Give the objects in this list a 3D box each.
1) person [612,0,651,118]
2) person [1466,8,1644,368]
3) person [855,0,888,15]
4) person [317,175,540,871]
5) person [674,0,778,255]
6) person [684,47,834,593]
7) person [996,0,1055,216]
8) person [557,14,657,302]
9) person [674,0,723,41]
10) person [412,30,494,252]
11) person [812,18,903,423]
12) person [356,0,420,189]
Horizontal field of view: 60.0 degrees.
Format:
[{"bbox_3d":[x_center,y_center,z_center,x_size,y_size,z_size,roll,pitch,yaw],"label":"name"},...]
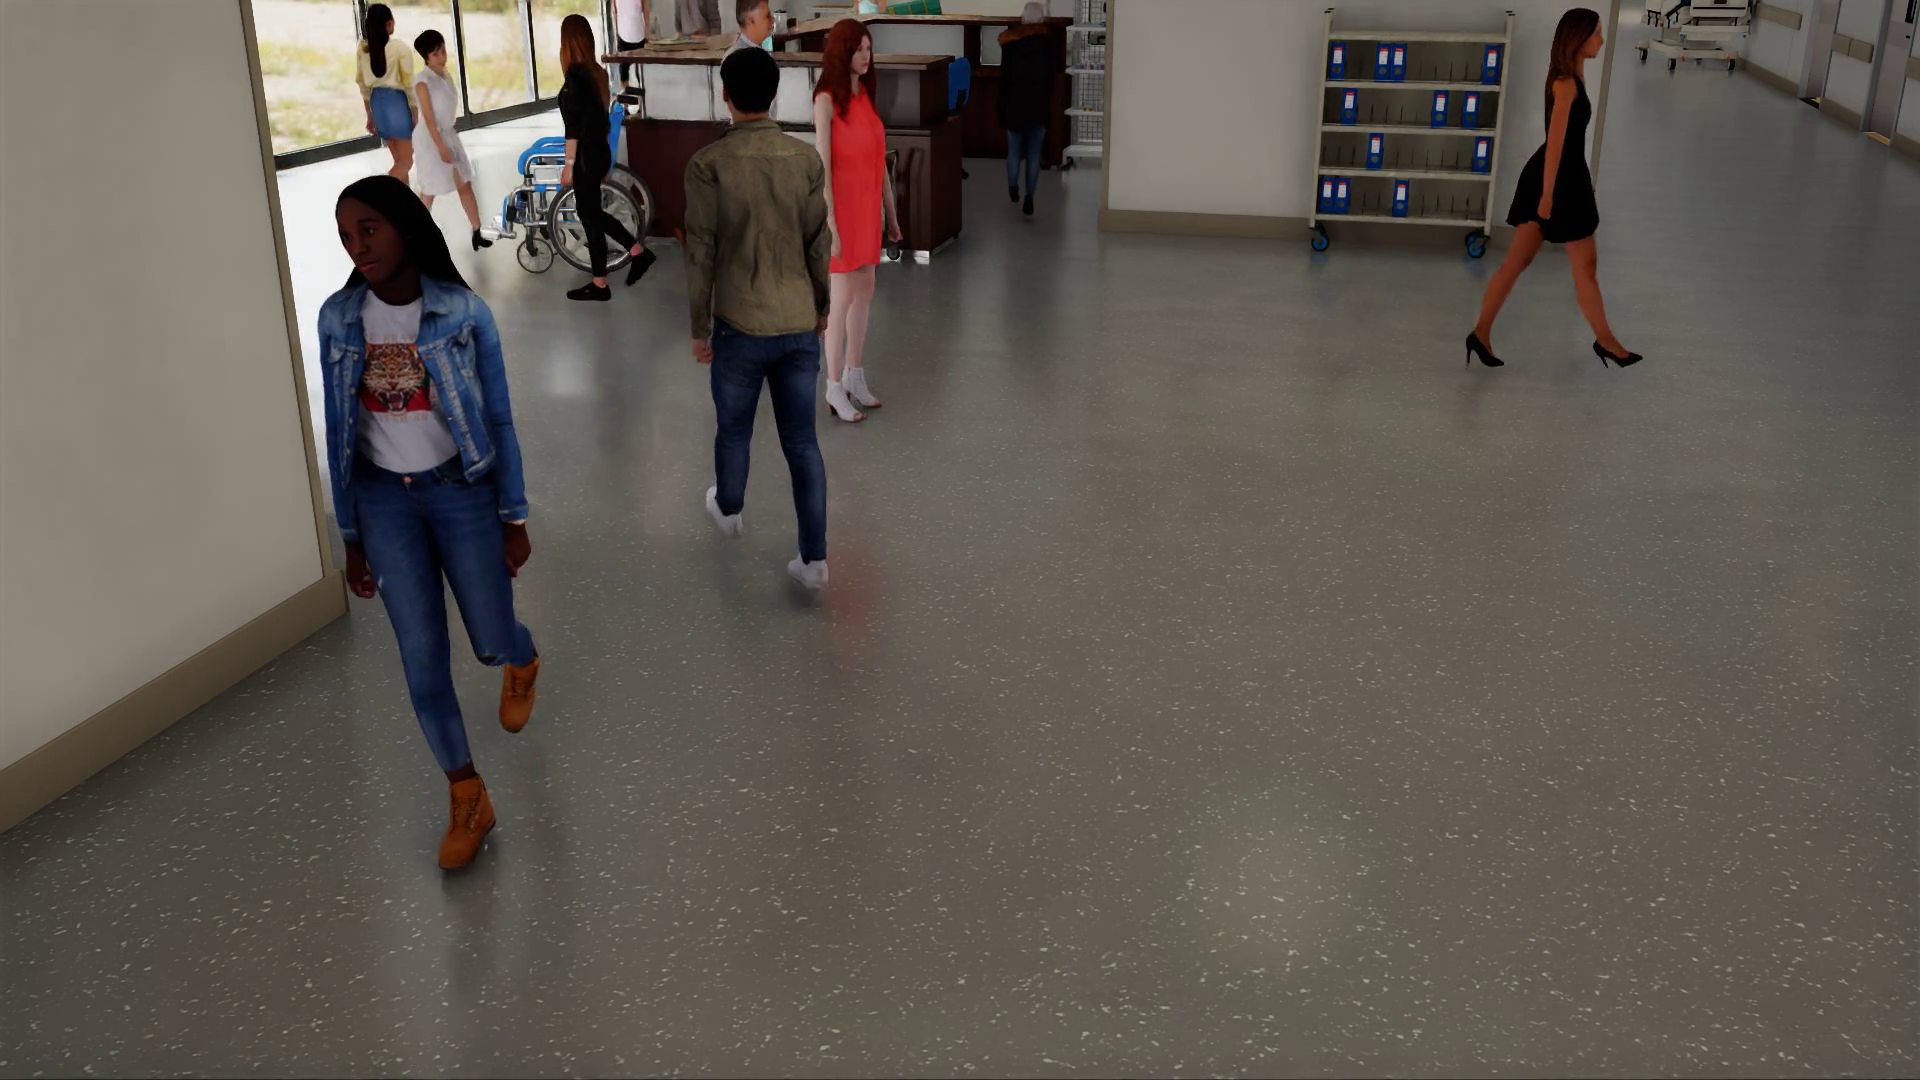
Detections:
[{"bbox_3d":[-3.674,-5.647,18.845,0.842,1.767,0.781,1,21,1],"label":"person"},{"bbox_3d":[2.892,-1.710,8.412,1.082,1.794,0.596,6,21,15],"label":"person"},{"bbox_3d":[-1.058,-5.696,18.995,0.718,1.753,0.753,12,24,28],"label":"person"},{"bbox_3d":[-1.307,-0.058,4.201,0.960,1.687,0.856,-1,21,-3],"label":"person"},{"bbox_3d":[-1.414,-2.518,10.542,1.148,1.796,0.789,2,21,4],"label":"person"},{"bbox_3d":[-0.633,-0.692,5.693,1.223,1.816,1.248,-10,23,-24],"label":"person"},{"bbox_3d":[0.538,-3.306,12.921,1.067,1.585,0.901,-1,21,-4],"label":"person"},{"bbox_3d":[-2.150,-2.306,10.124,0.852,1.697,0.749,0,21,-1],"label":"person"},{"bbox_3d":[-2.632,-4.941,16.788,0.592,1.903,0.811,11,23,27],"label":"person"},{"bbox_3d":[-3.641,-2.712,11.463,0.892,1.508,0.608,3,21,9],"label":"person"},{"bbox_3d":[-0.528,-1.490,7.790,0.626,1.822,0.659,13,24,31],"label":"person"},{"bbox_3d":[-4.335,-3.196,12.595,0.932,1.610,0.722,4,21,11],"label":"person"}]
